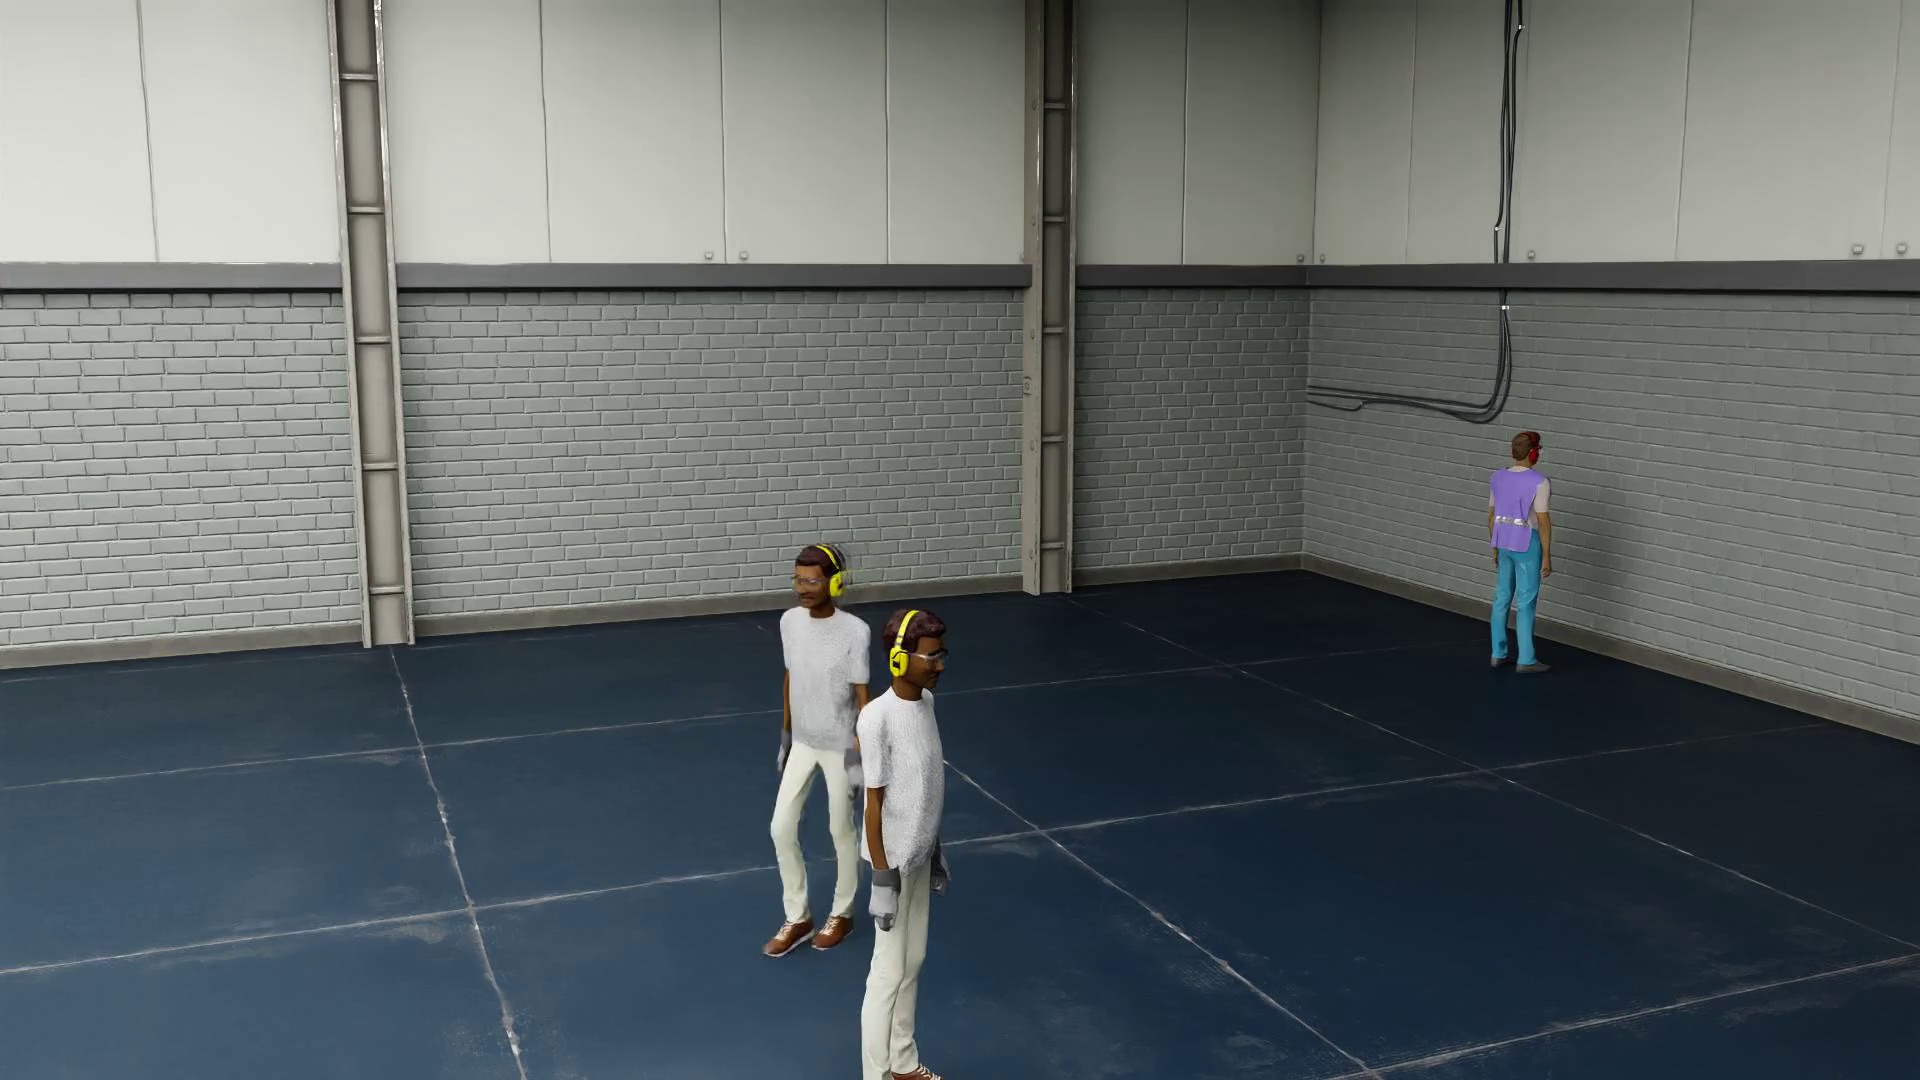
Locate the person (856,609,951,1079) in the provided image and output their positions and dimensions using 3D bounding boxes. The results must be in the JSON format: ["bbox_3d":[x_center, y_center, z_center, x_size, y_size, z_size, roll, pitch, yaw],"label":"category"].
[{"bbox_3d":[-0.179,1.163,5.962,0.328,1.868,0.521,4,10,22],"label":"person"}]

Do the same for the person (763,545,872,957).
[{"bbox_3d":[-0.660,0.945,7.356,0.554,1.852,0.642,5,10,29],"label":"person"}]

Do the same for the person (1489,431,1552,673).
[{"bbox_3d":[4.282,0.090,12.748,0.389,1.850,0.563,-5,10,-30],"label":"person"}]
